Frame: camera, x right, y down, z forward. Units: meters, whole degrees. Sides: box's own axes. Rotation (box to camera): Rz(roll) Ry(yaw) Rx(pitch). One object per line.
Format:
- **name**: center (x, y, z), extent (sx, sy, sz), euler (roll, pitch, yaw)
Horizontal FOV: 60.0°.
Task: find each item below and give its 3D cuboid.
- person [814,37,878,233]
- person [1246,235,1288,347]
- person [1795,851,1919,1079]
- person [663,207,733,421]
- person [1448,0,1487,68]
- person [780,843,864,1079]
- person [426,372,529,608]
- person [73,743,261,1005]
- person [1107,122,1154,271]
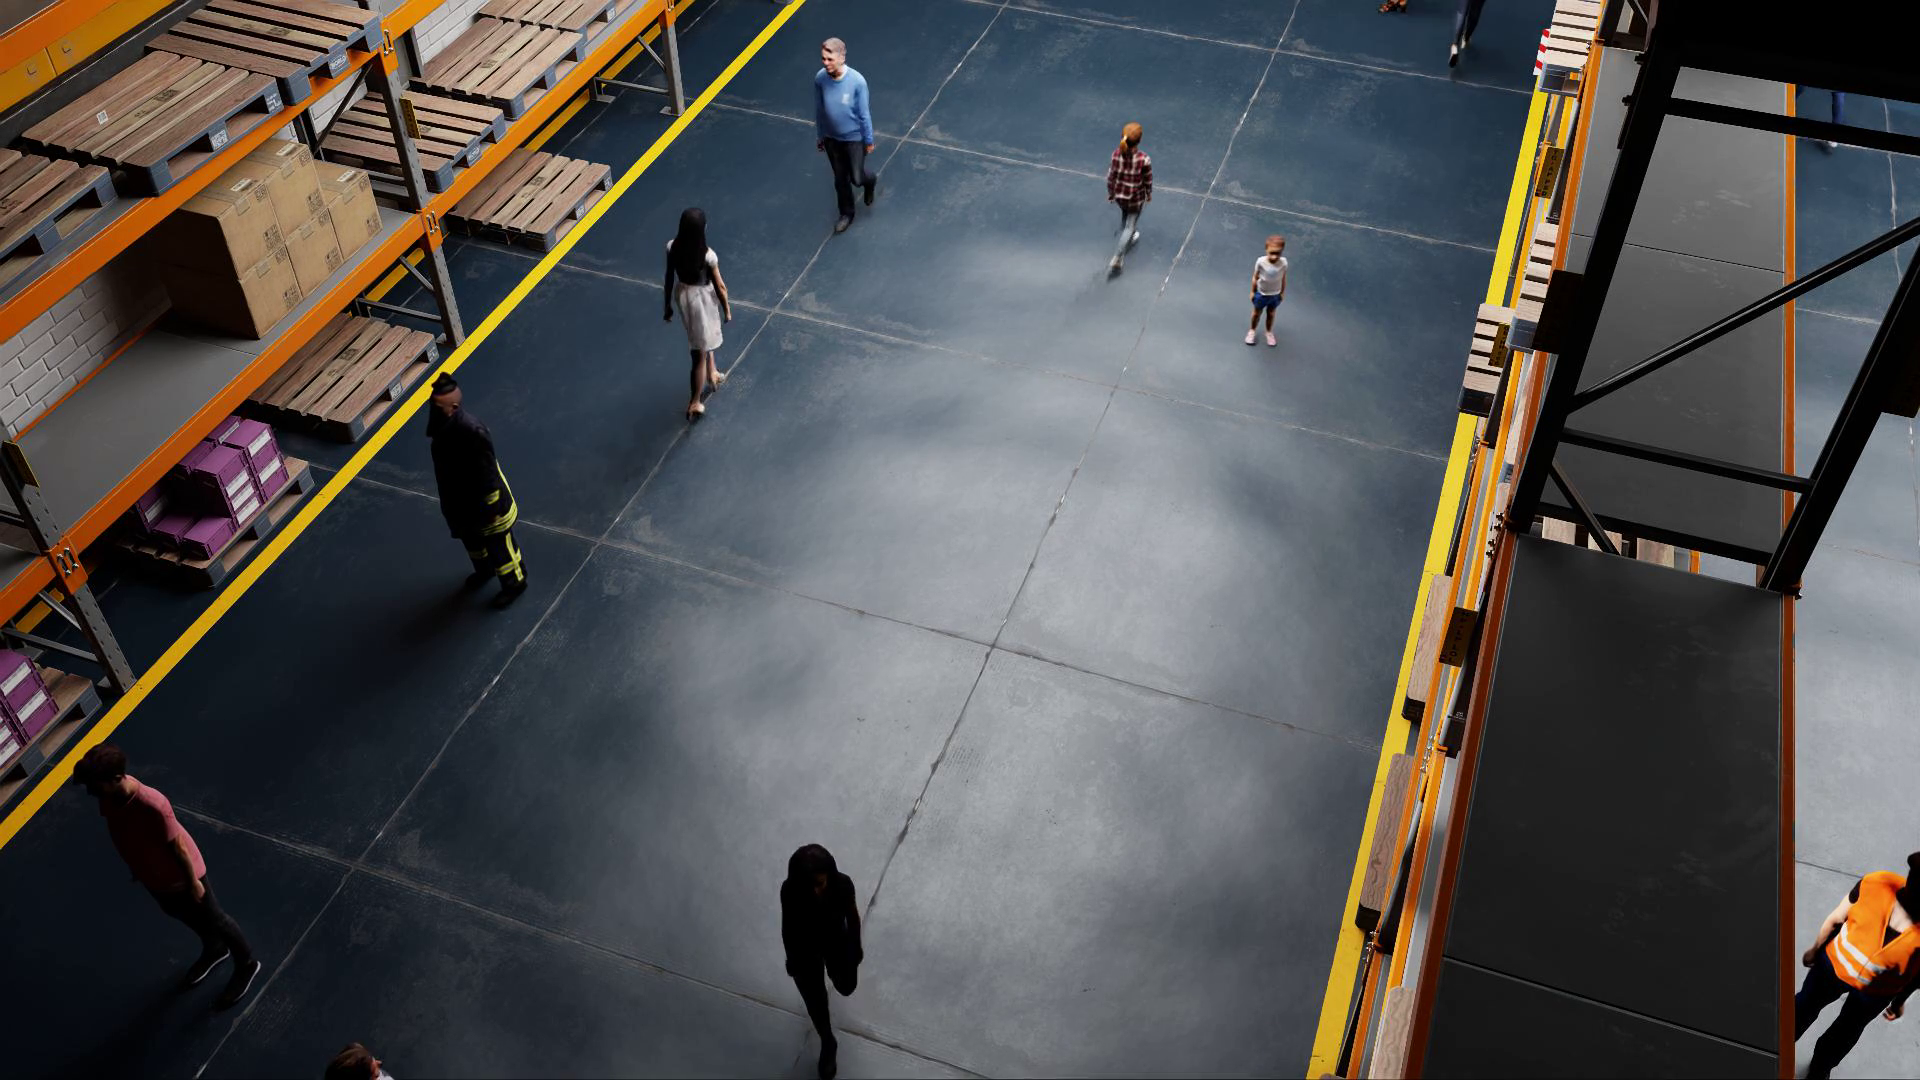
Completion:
- **person**: center (-0.978, -3.566, 14.453), extent (0.661, 1.793, 0.822), euler (13, 45, 13)
- **person**: center (2.482, -2.024, 13.396), extent (0.458, 1.019, 0.469), euler (5, 44, 5)
- **person**: center (4.557, 2.151, 8.383), extent (0.758, 1.888, 0.758), euler (32, 52, 29)
- **person**: center (-2.016, -1.643, 12.467), extent (0.629, 1.749, 0.823), euler (14, 45, 14)
- **person**: center (5.152, -5.573, 16.588), extent (0.659, 1.753, 1.075), euler (9, 44, 10)
- **person**: center (-0.720, 2.055, 8.605), extent (0.813, 1.722, 1.022), euler (-3, 44, -3)
- **person**: center (-3.220, -0.349, 11.029), extent (0.820, 1.858, 0.796), euler (27, 50, 26)
- **person**: center (-4.164, 1.718, 8.787), extent (0.630, 1.958, 0.561), euler (15, 46, 16)
- **person**: center (1.419, -2.908, 14.126), extent (0.617, 1.291, 0.930), euler (22, 48, 21)
